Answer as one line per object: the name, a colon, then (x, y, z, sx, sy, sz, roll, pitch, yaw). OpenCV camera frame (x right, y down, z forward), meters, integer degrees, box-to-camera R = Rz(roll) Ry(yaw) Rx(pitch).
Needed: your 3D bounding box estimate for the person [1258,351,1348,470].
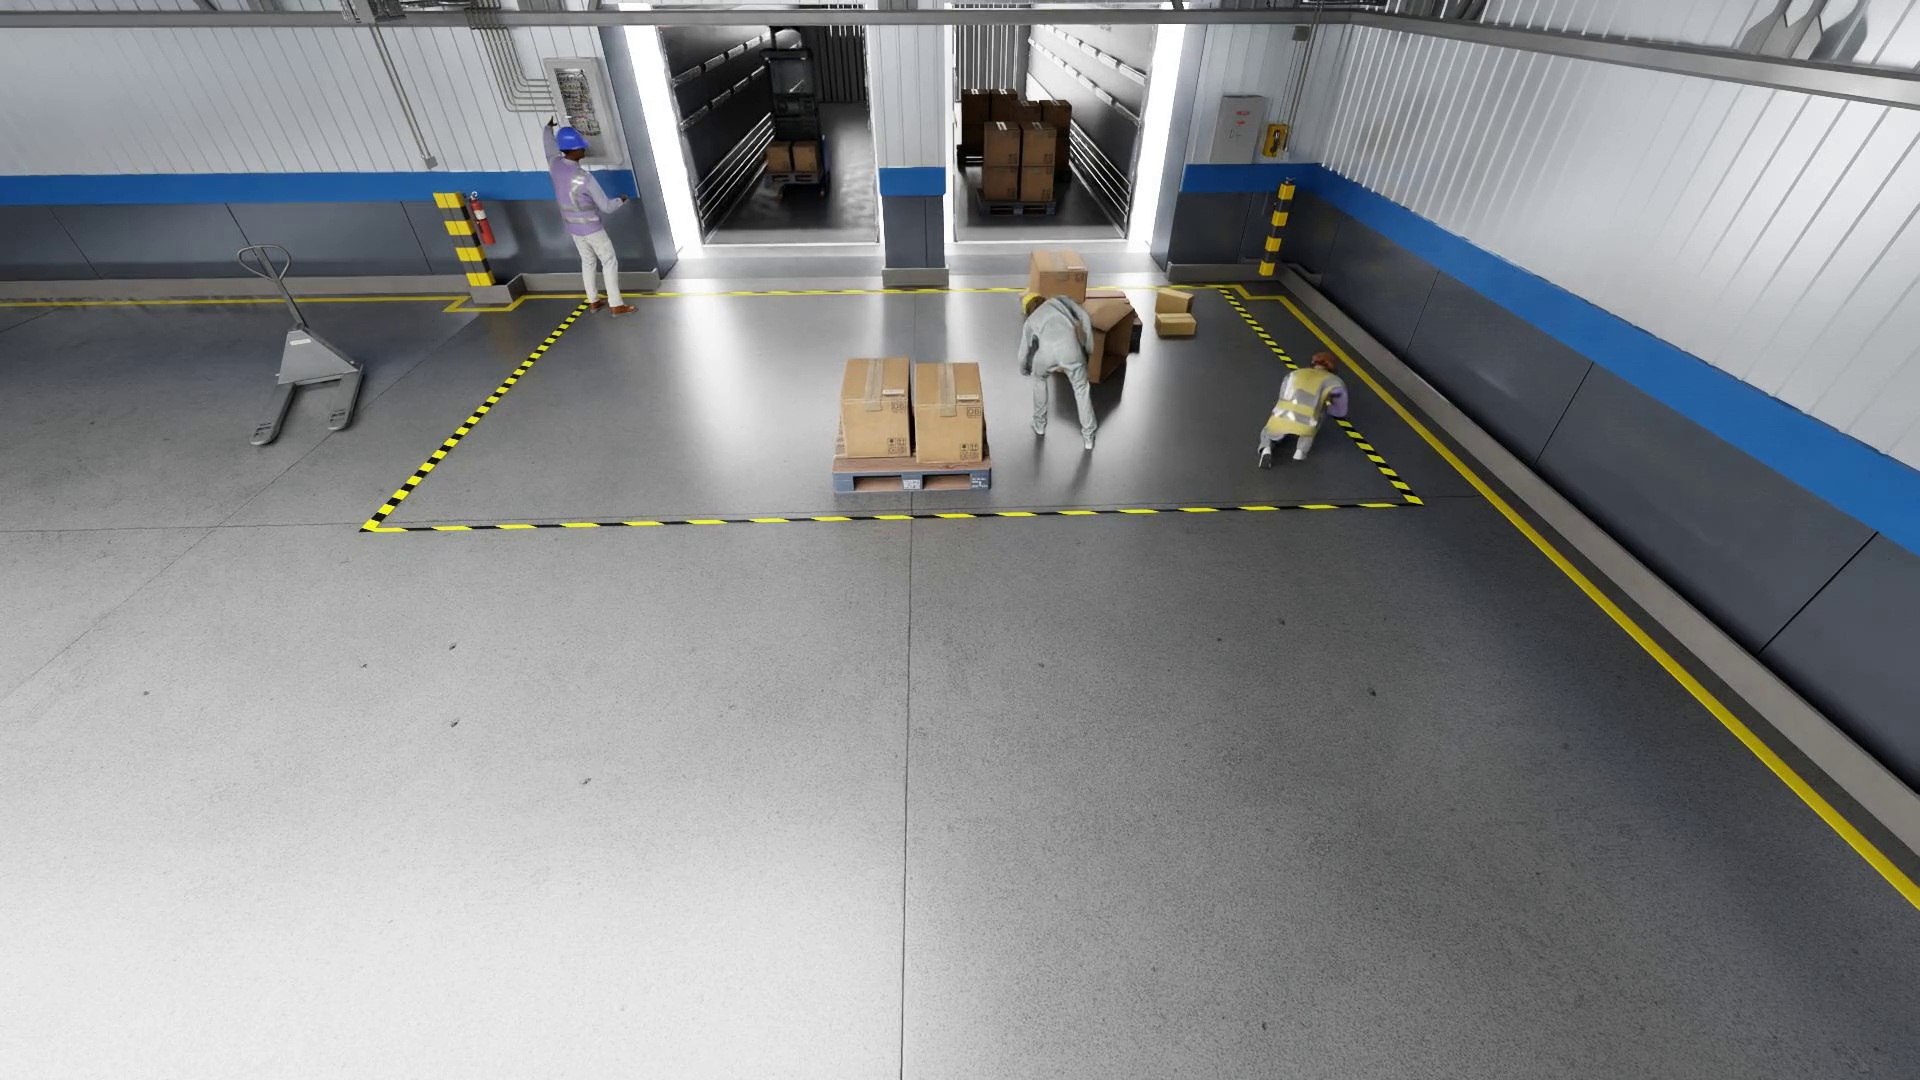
person: (2.736, -0.995, 5.843, 0.528, 0.802, 0.900, 25, 45, 28)

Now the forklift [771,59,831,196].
forklift: (-2.714, -7.145, 12.543, 0.716, 2.013, 0.776, -1, 38, -2)

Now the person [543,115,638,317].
person: (-4.115, -3.524, 8.088, 1.057, 1.909, 0.690, 19, 42, 22)

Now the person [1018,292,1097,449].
person: (0.821, -1.448, 6.105, 0.800, 1.129, 0.777, 11, 40, 13)

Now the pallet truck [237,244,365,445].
pallet truck: (-5.915, -1.733, 6.366, 0.680, 1.201, 1.601, -18, 42, -21)
